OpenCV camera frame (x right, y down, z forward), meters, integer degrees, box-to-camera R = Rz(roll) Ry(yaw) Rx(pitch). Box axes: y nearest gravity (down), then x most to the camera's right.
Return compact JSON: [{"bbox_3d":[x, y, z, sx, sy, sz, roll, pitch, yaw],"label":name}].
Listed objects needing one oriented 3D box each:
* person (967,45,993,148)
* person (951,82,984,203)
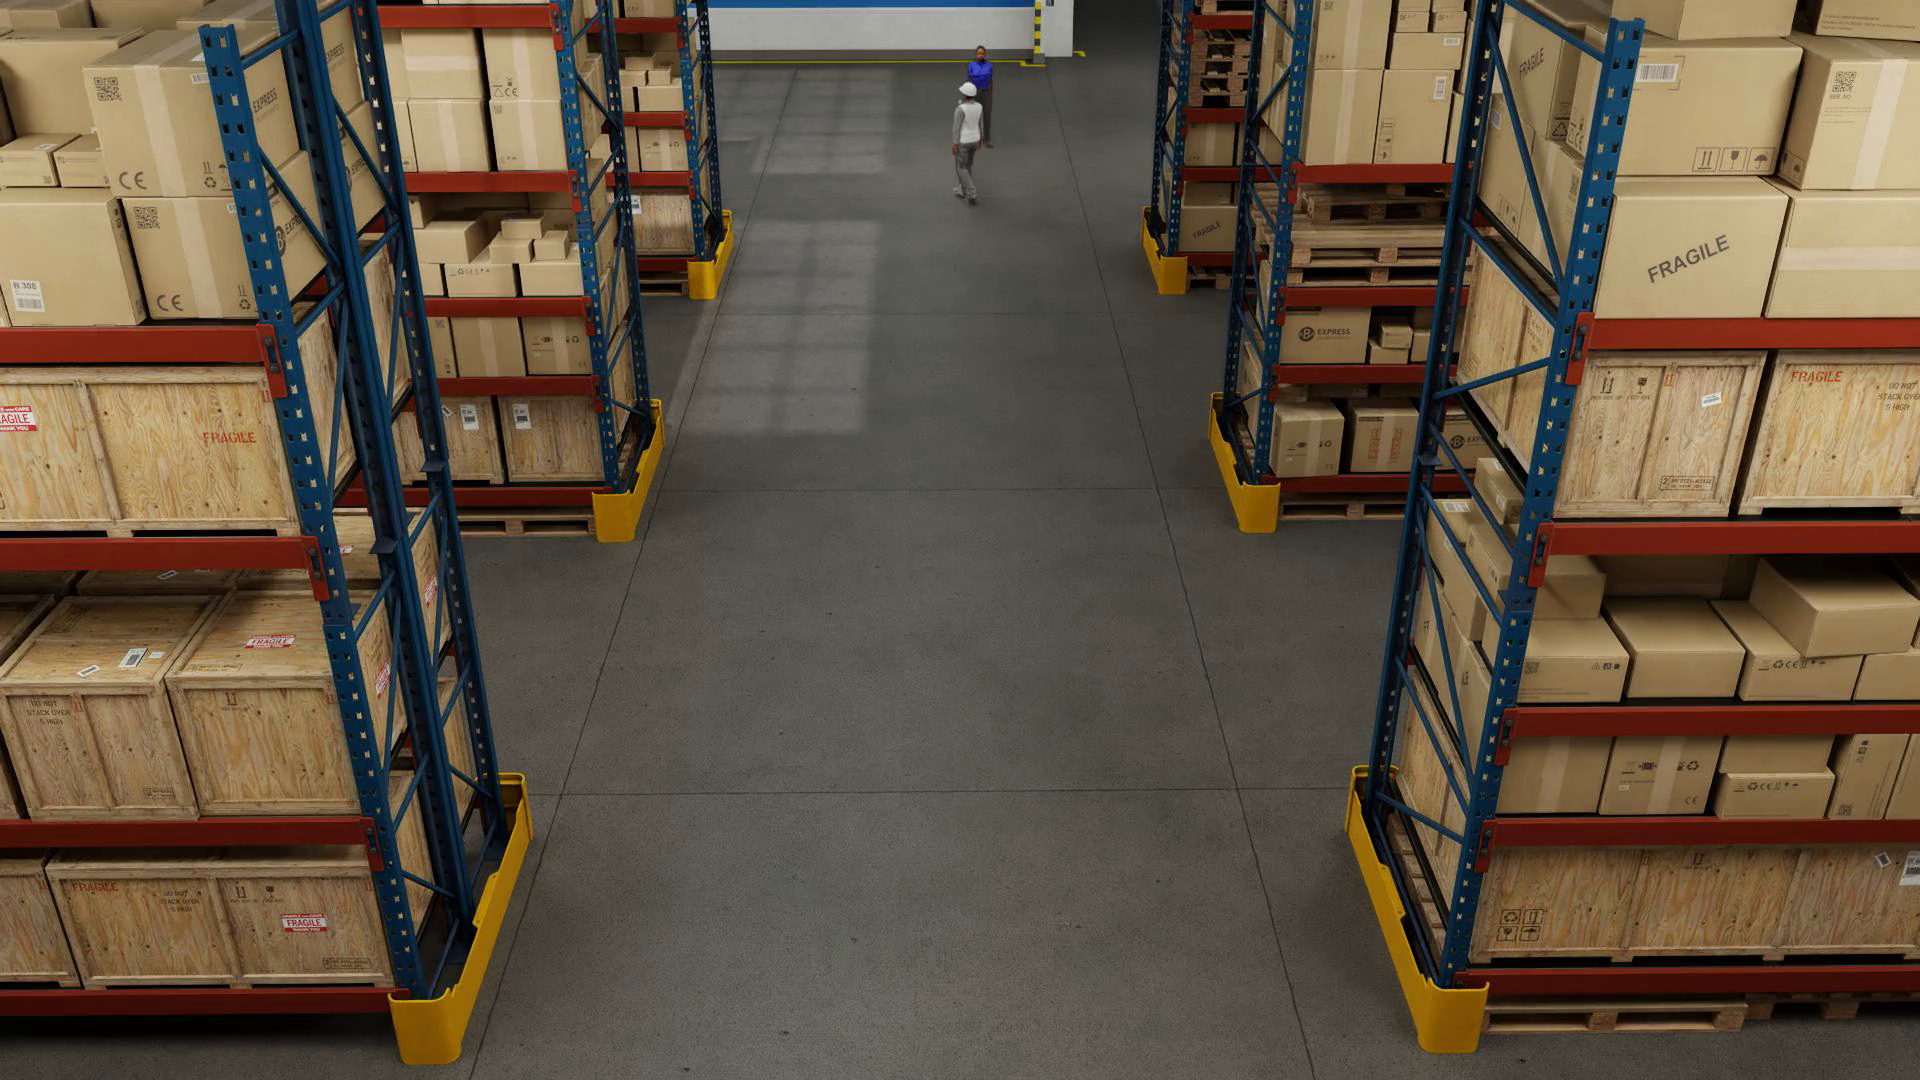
[{"bbox_3d":[0.345,-7.407,27.800,0.436,1.656,0.362,-5,29,-9],"label":"person"},{"bbox_3d":[0.091,-6.021,25.109,0.563,1.781,0.732,-22,35,-35],"label":"person"}]
